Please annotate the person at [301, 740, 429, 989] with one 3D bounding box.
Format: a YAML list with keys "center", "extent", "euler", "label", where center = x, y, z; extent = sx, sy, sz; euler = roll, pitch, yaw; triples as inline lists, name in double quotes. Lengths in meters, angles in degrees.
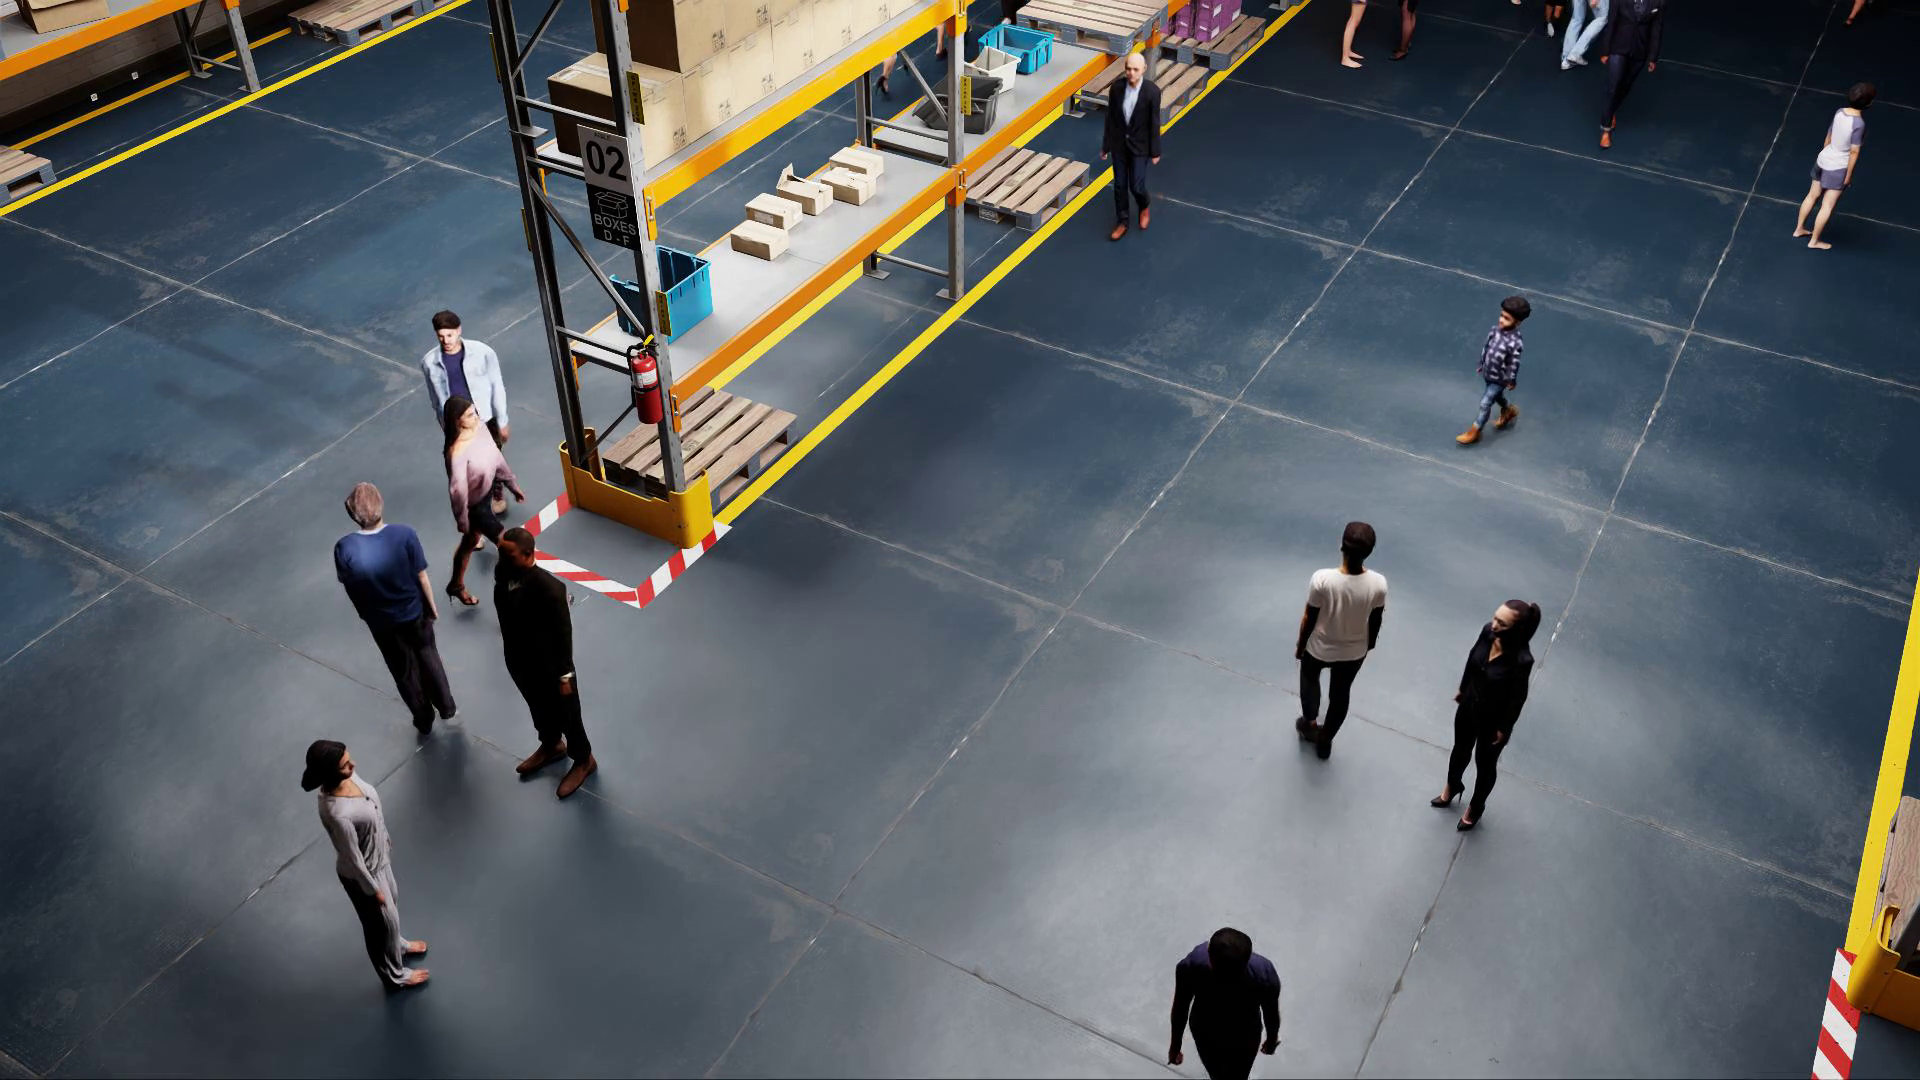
- center: [-3.130, 1.675, 8.677]
  extent: [0.742, 1.771, 0.678]
  euler: [-8, 39, -10]
  label: "person"

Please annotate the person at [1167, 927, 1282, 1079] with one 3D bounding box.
- center: [1.290, 2.285, 7.937]
  extent: [0.711, 1.742, 0.867]
  euler: [14, 41, 17]
  label: "person"

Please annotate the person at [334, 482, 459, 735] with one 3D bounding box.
- center: [-3.398, 0.499, 10.081]
  extent: [0.796, 1.857, 0.873]
  euler: [-15, 41, -18]
  label: "person"

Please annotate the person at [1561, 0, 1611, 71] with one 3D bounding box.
- center: [6.871, -6.078, 18.335]
  extent: [0.845, 1.834, 0.808]
  euler: [-13, 40, -15]
  label: "person"

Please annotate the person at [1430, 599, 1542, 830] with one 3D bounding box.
- center: [3.026, 0.999, 9.573]
  extent: [0.670, 1.711, 0.644]
  euler: [-15, 41, -18]
  label: "person"

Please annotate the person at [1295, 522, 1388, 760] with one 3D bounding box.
- center: [2.269, 0.663, 9.992]
  extent: [0.755, 1.712, 0.756]
  euler: [2, 39, 2]
  label: "person"

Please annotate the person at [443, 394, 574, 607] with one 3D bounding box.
- center: [-3.282, -0.206, 11.046]
  extent: [1.002, 1.754, 1.152]
  euler: [3, 39, 3]
  label: "person"

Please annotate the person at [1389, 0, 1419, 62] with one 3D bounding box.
- center: [5.063, -6.232, 18.631]
  extent: [0.650, 1.706, 0.438]
  euler: [18, 42, 21]
  label: "person"

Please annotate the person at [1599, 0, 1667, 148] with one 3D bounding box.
- center: [6.844, -5.004, 17.033]
  extent: [0.973, 1.781, 1.250]
  euler: [7, 39, 8]
  label: "person"

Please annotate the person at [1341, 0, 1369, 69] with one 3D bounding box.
- center: [4.466, -6.171, 18.533]
  extent: [0.689, 1.732, 0.532]
  euler: [13, 40, 15]
  label: "person"

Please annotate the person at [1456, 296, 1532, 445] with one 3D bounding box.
- center: [4.217, -1.329, 12.872]
  extent: [0.909, 1.232, 0.800]
  euler: [-14, 41, -17]
  label: "person"

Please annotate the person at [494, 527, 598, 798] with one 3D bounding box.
- center: [-2.470, 0.688, 9.807]
  extent: [0.708, 1.905, 0.641]
  euler: [25, 45, 28]
  label: "person"

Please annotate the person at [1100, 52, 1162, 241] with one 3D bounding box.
- center: [1.604, -3.669, 15.354]
  extent: [0.708, 1.790, 0.748]
  euler: [17, 42, 20]
  label: "person"

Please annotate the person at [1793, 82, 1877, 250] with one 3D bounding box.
- center: [8.045, -3.456, 15.268]
  extent: [0.711, 1.565, 0.639]
  euler: [-7, 39, -9]
  label: "person"

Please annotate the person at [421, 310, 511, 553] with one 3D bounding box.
- center: [-3.477, -0.884, 11.879]
  extent: [1.123, 1.775, 1.187]
  euler: [-9, 40, -11]
  label: "person"

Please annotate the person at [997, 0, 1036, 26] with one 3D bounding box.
- center: [0.576, -5.948, 18.246]
  extent: [0.609, 1.742, 0.815]
  euler: [21, 43, 24]
  label: "person"

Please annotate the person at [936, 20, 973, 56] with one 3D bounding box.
- center: [-0.141, -6.244, 18.802]
  extent: [0.584, 1.512, 1.069]
  euler: [17, 42, 21]
  label: "person"
